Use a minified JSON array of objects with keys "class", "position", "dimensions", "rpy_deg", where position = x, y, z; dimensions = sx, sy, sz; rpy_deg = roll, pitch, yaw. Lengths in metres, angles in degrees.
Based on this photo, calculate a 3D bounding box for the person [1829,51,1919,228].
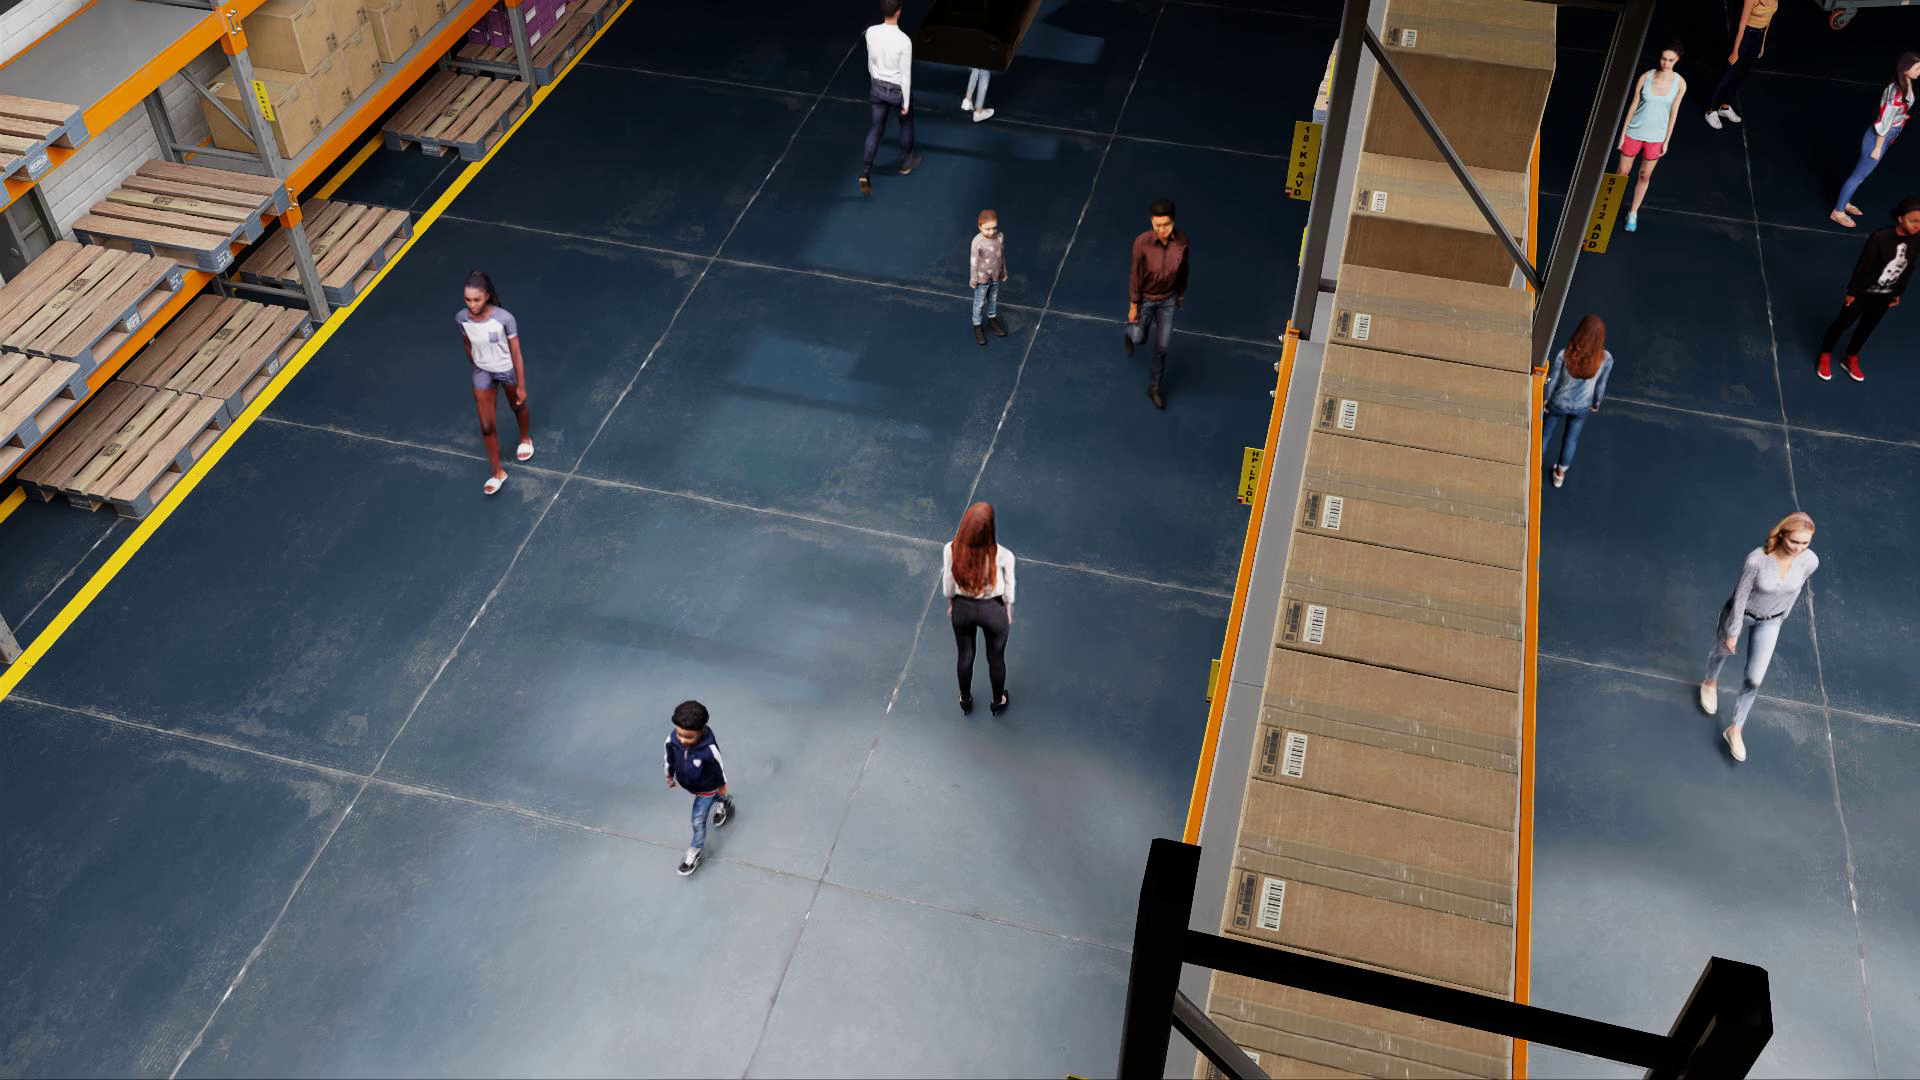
[{"class":"person","position":[8.088,-3.547,14.637],"dimensions":[0.717,1.612,0.577],"rpy_deg":[28,50,26]}]

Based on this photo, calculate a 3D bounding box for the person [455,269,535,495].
[{"class":"person","position":[-3.339,-1.259,12.176],"dimensions":[0.754,1.695,1.001],"rpy_deg":[0,44,1]}]

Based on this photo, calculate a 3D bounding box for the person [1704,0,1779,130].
[{"class":"person","position":[7.516,-4.756,15.895],"dimensions":[0.651,1.628,0.702],"rpy_deg":[-19,47,-19]}]

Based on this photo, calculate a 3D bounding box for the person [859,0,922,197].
[{"class":"person","position":[-0.679,-3.980,14.930],"dimensions":[0.742,1.836,1.203],"rpy_deg":[17,46,17]}]

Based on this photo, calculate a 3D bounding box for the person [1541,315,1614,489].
[{"class":"person","position":[4.439,-0.994,12.059],"dimensions":[0.587,1.473,0.525],"rpy_deg":[7,44,7]}]

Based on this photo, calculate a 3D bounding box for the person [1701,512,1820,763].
[{"class":"person","position":[4.890,0.432,10.344],"dimensions":[0.637,1.774,0.938],"rpy_deg":[7,44,7]}]

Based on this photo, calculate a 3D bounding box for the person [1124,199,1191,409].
[{"class":"person","position":[1.466,-1.904,12.811],"dimensions":[0.928,1.753,1.120],"rpy_deg":[-9,44,-10]}]

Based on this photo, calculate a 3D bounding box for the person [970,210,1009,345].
[{"class":"person","position":[0.227,-2.164,13.489],"dimensions":[0.555,1.194,0.618],"rpy_deg":[-23,48,-22]}]

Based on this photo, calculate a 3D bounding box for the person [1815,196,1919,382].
[{"class":"person","position":[7.094,-1.966,12.936],"dimensions":[0.651,1.670,0.627],"rpy_deg":[0,44,0]}]

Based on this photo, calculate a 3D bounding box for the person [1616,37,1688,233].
[{"class":"person","position":[5.978,-3.521,14.500],"dimensions":[0.572,1.765,0.562],"rpy_deg":[13,45,14]}]

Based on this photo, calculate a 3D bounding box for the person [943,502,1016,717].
[{"class":"person","position":[0.121,0.455,10.331],"dimensions":[0.600,1.758,0.517],"rpy_deg":[7,44,7]}]

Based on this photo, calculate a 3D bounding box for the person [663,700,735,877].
[{"class":"person","position":[-1.512,1.361,9.786],"dimensions":[0.639,1.199,0.888],"rpy_deg":[19,47,19]}]
